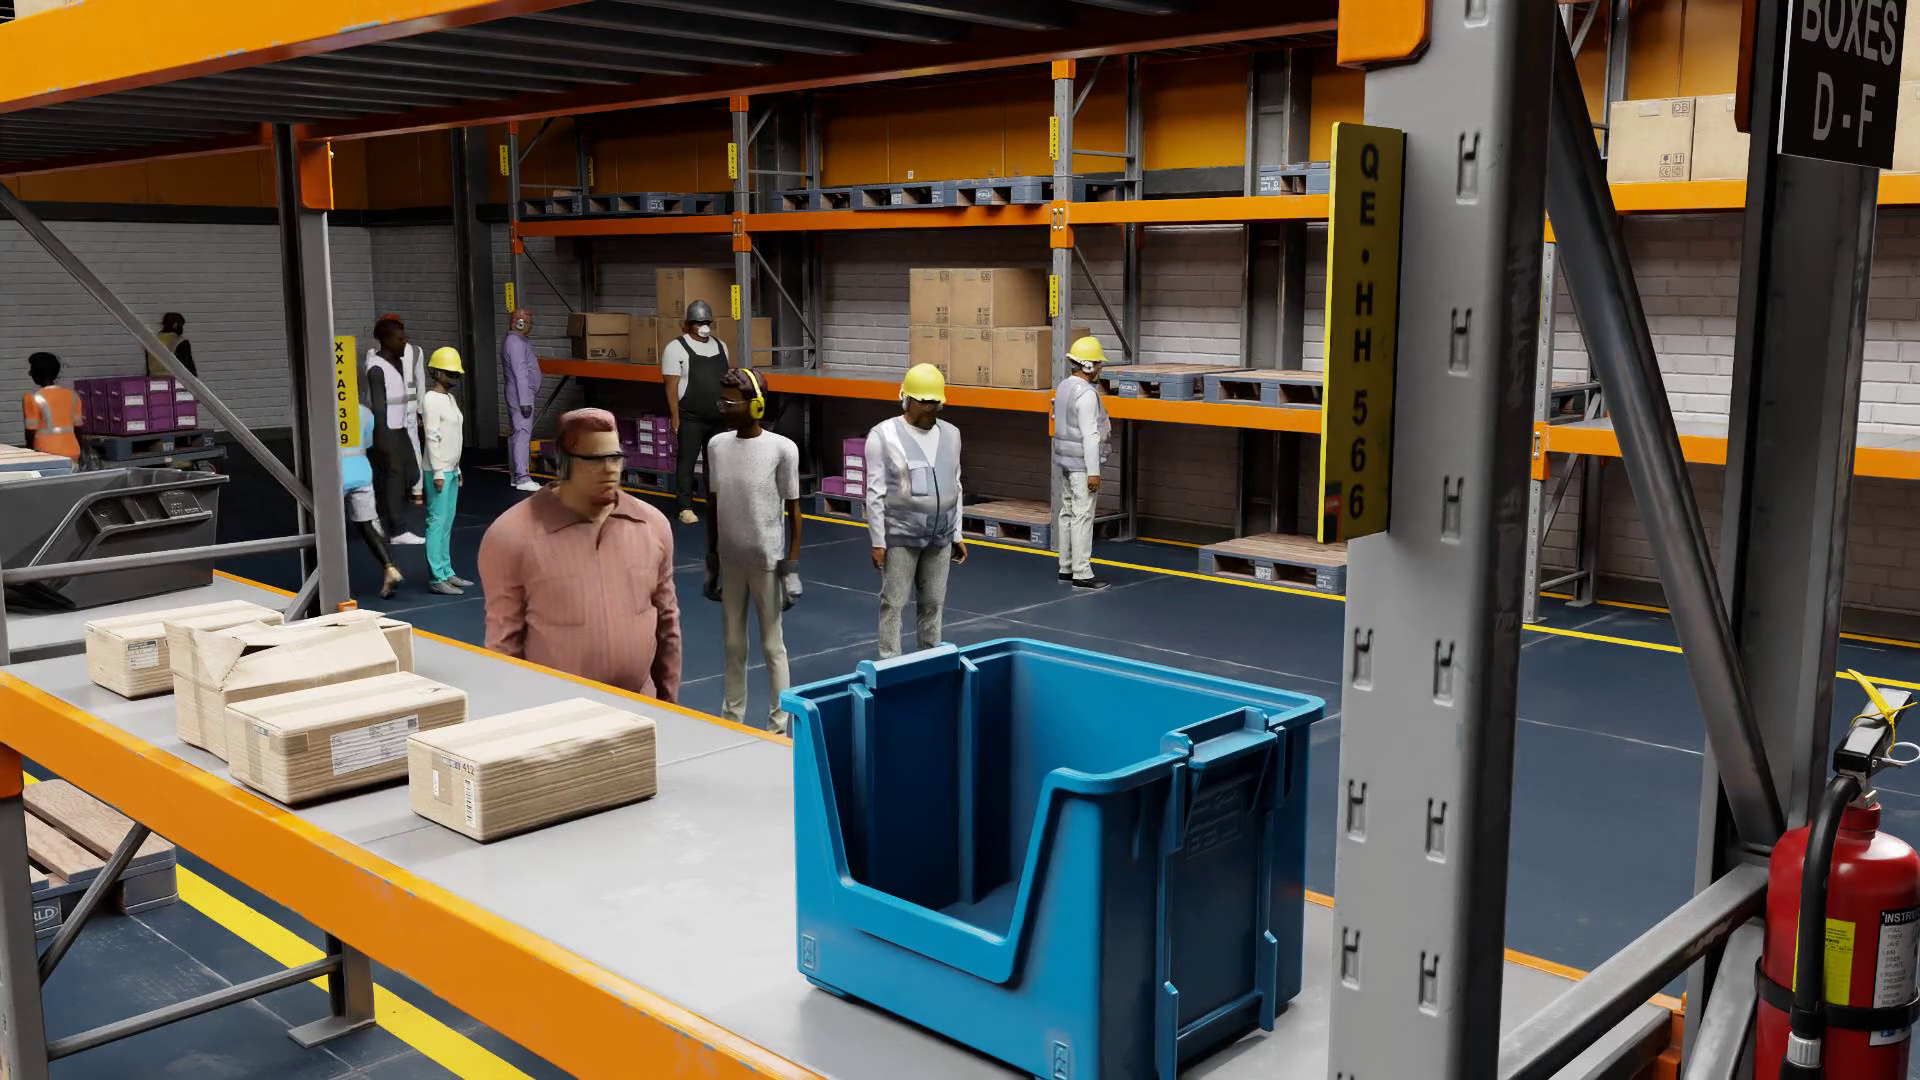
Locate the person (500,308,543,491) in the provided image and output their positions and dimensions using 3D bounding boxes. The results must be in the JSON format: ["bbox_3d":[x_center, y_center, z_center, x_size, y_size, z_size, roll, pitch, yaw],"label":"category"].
[{"bbox_3d":[-4.577,-1.468,17.428,0.408,1.907,0.638,-4,10,-23],"label":"person"}]

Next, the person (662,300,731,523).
[{"bbox_3d":[-2.346,-1.181,15.250,0.689,2.000,0.539,-8,13,-42],"label":"person"}]

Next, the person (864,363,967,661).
[{"bbox_3d":[-0.218,-0.026,8.839,0.586,1.823,0.403,-6,11,-32],"label":"person"}]

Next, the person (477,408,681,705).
[{"bbox_3d":[-1.145,0.538,5.165,0.646,1.900,0.395,-7,12,-37],"label":"person"}]

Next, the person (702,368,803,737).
[{"bbox_3d":[-0.974,0.131,7.757,0.521,1.864,0.335,4,10,25],"label":"person"}]

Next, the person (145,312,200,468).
[{"bbox_3d":[-9.205,-1.748,19.435,0.731,1.811,0.472,4,10,25],"label":"person"}]

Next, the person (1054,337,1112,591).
[{"bbox_3d":[0.892,-0.550,12.029,0.404,1.827,0.602,-3,10,-16],"label":"person"}]

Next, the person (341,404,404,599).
[{"bbox_3d":[-4.267,-0.399,11.627,0.789,1.657,0.531,7,12,38],"label":"person"}]

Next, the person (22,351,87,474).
[{"bbox_3d":[-7.226,-0.685,13.370,0.842,1.665,0.530,2,10,14],"label":"person"}]

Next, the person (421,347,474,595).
[{"bbox_3d":[-3.672,-0.493,11.896,0.328,1.762,0.523,0,9,-1],"label":"person"}]

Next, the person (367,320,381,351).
[{"bbox_3d":[-7.657,-2.114,22.212,0.500,1.635,0.287,-7,12,-38],"label":"person"}]

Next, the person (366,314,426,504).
[{"bbox_3d":[-5.502,-1.266,16.259,0.576,1.882,0.355,-8,12,-42],"label":"person"}]

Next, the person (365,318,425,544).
[{"bbox_3d":[-4.787,-0.898,13.930,0.492,1.904,0.622,0,9,0],"label":"person"}]
